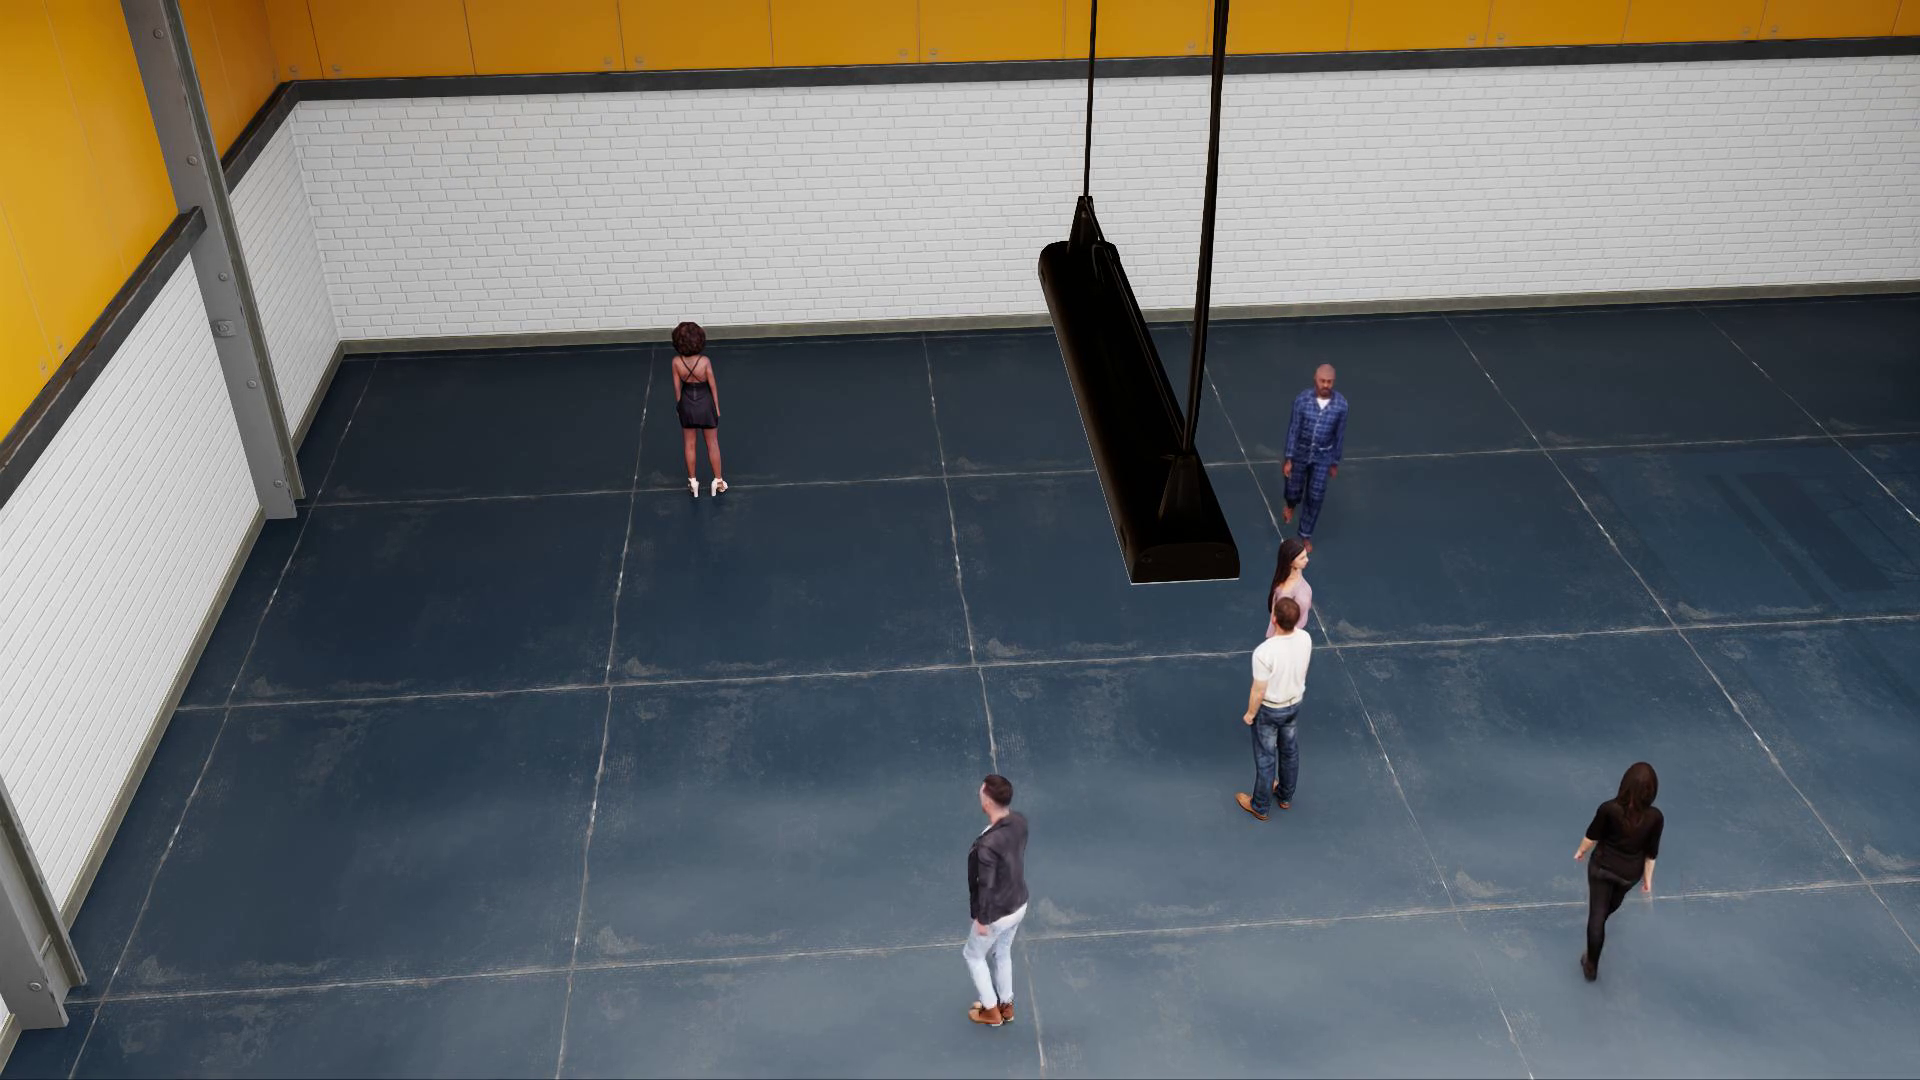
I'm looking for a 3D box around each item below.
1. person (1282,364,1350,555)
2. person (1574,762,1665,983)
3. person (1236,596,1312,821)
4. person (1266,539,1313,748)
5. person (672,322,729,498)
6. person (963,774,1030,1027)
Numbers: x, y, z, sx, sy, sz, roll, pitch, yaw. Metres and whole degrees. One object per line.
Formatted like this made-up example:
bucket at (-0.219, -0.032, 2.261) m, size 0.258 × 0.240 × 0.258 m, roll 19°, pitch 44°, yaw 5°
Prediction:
person at (3.119, -0.785, 14.799) m, size 0.774 × 1.805 × 0.931 m, roll 4°, pitch 34°, yaw 6°
person at (4.165, 2.149, 10.553) m, size 0.807 × 1.618 × 1.040 m, roll 8°, pitch 34°, yaw 12°
person at (2.254, 1.190, 11.783) m, size 0.737 × 1.854 × 0.720 m, roll -17°, pitch 37°, yaw -24°
person at (2.411, 0.759, 12.470) m, size 0.748 × 1.812 × 0.605 m, roll 10°, pitch 35°, yaw 15°
person at (-2.437, -1.201, 15.440) m, size 0.580 × 1.789 × 0.565 m, roll 1°, pitch 34°, yaw 2°
person at (0.314, 2.274, 10.198) m, size 0.874 × 1.804 × 0.778 m, roll 15°, pitch 36°, yaw 21°
